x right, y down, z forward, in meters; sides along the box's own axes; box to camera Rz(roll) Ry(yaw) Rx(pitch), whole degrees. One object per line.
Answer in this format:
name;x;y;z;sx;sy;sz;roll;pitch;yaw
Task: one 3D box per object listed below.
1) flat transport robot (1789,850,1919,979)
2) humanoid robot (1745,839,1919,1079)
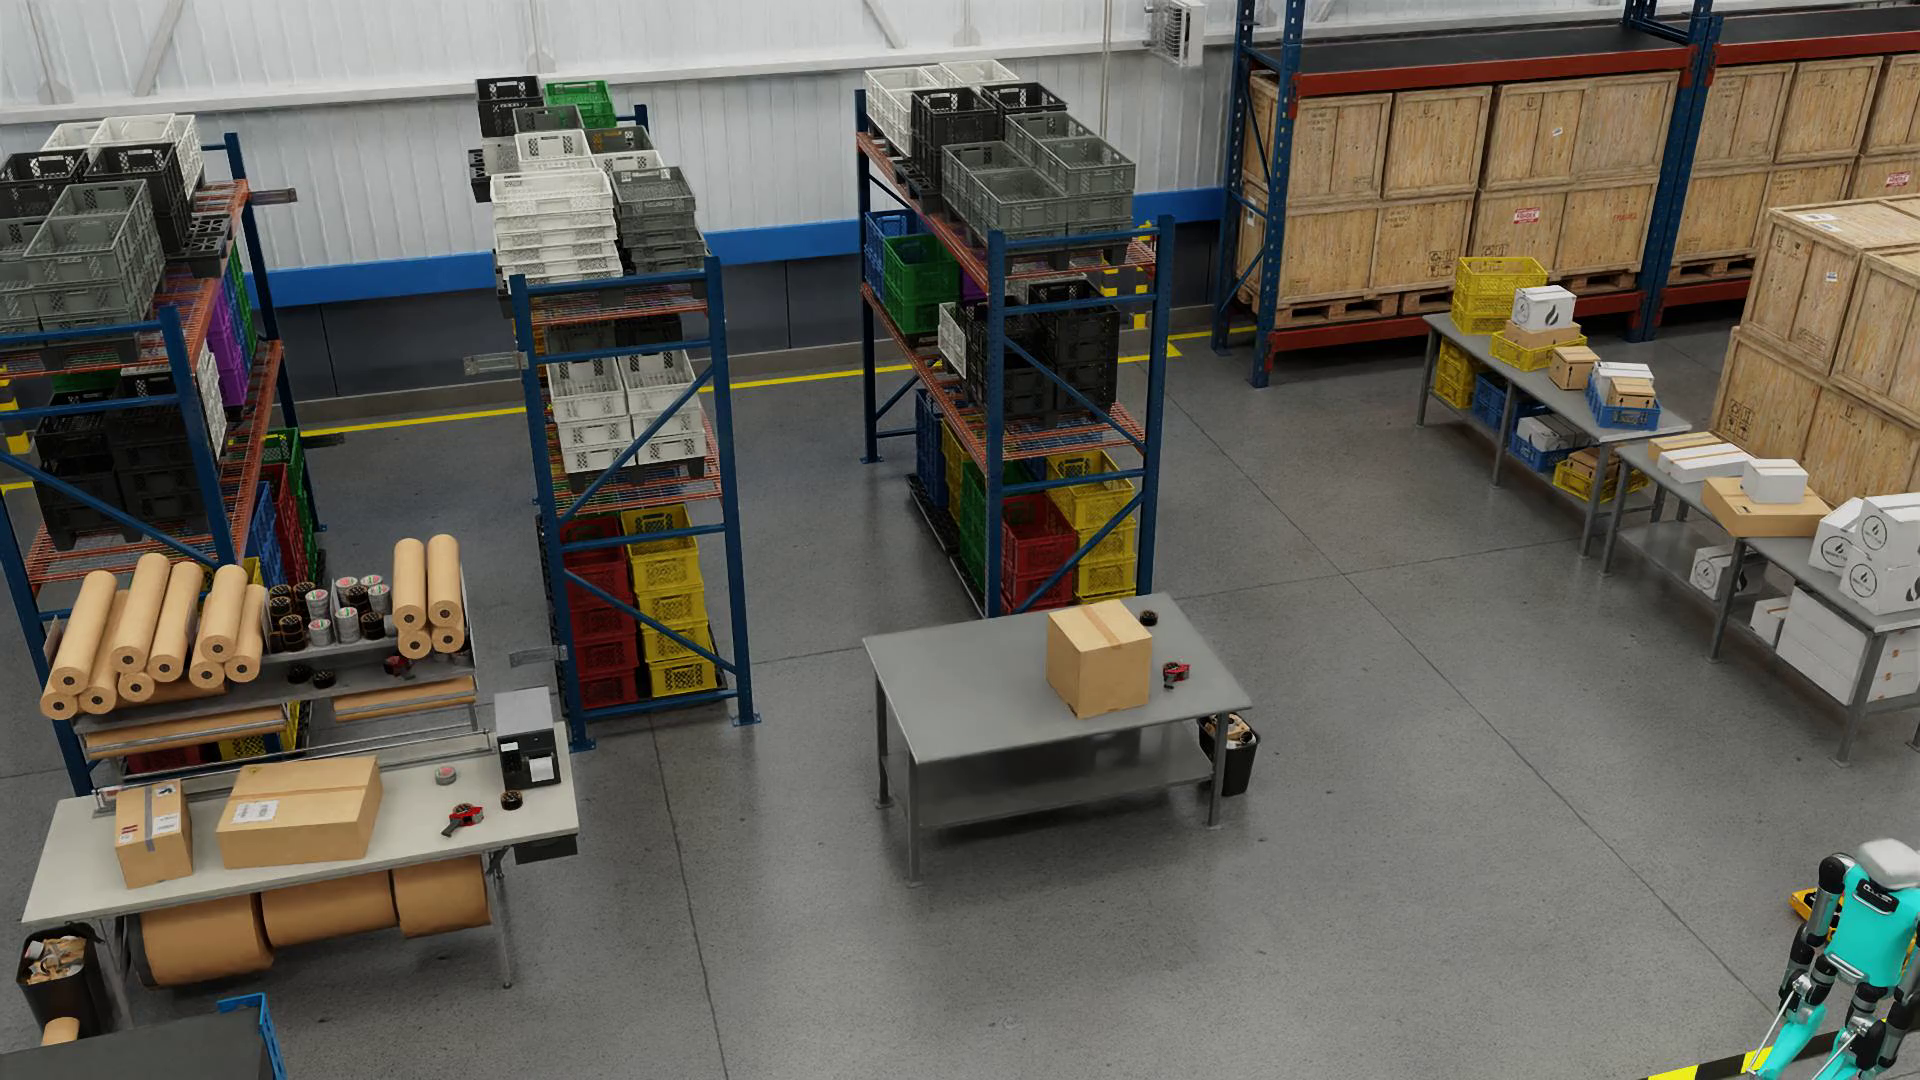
flat transport robot;5.163;1.916;8.676;1.431;0.231;0.659;-8;30;-14
humanoid robot;3.503;2.013;6.835;0.735;1.677;0.533;-16;33;-27
